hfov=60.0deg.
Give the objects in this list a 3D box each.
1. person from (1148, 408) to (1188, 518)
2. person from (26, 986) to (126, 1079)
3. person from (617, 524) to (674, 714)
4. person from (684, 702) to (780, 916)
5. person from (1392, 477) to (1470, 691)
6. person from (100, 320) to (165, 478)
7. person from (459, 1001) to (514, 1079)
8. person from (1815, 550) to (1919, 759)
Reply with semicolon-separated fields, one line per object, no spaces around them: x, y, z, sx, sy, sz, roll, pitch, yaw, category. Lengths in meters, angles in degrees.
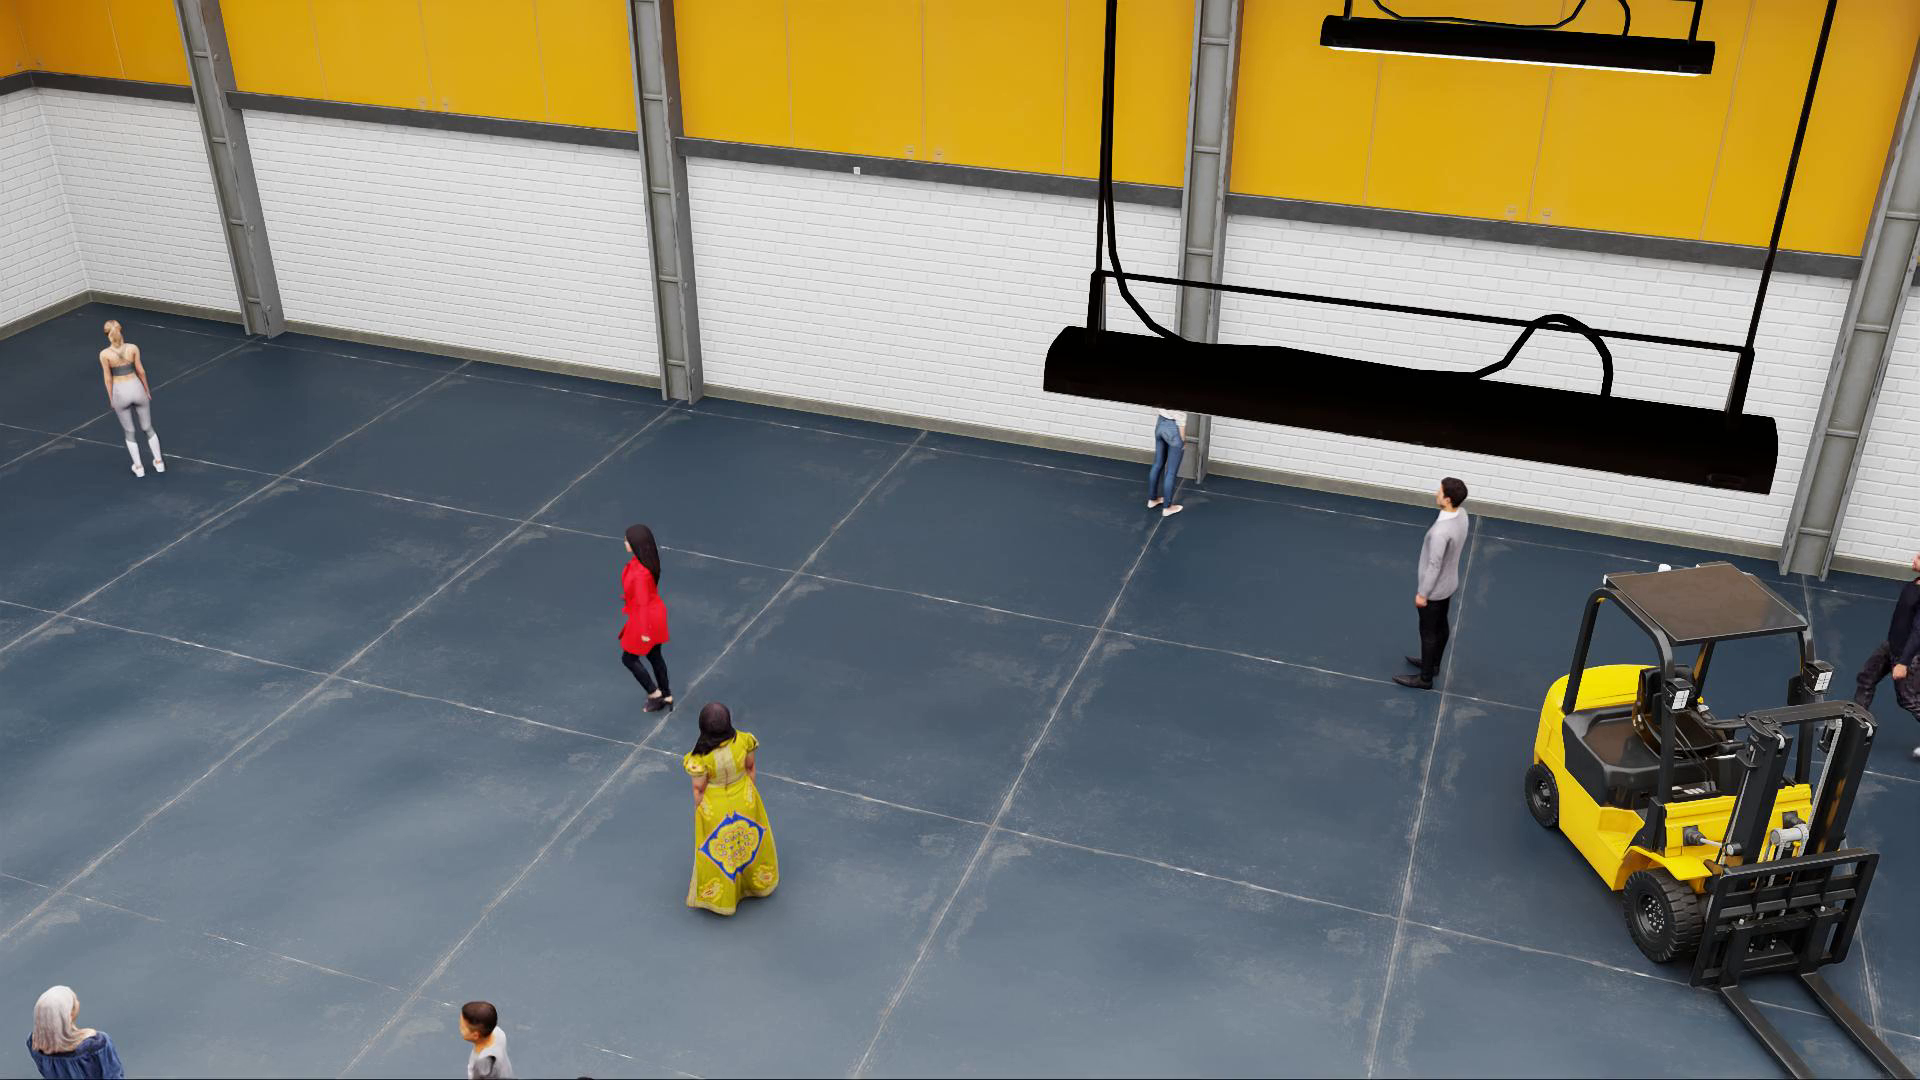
2.084;-1.072;16.568;0.701;1.727;0.618;-17;33;-28;person
-4.693;3.078;8.990;0.601;1.698;0.736;1;29;2;person
-2.431;0.669;13.367;0.735;1.737;0.719;0;29;-1;person
-1.597;1.812;11.351;1.006;1.660;1.043;-16;32;-27;person
3.963;0.351;13.755;0.728;1.923;0.800;18;34;30;person
-8.661;-1.485;17.351;0.631;1.703;0.660;-22;35;-34;person
-2.530;3.080;9.245;0.758;1.450;0.694;-2;29;-4;person
7.404;0.890;12.858;1.172;1.835;0.637;10;30;18;person
